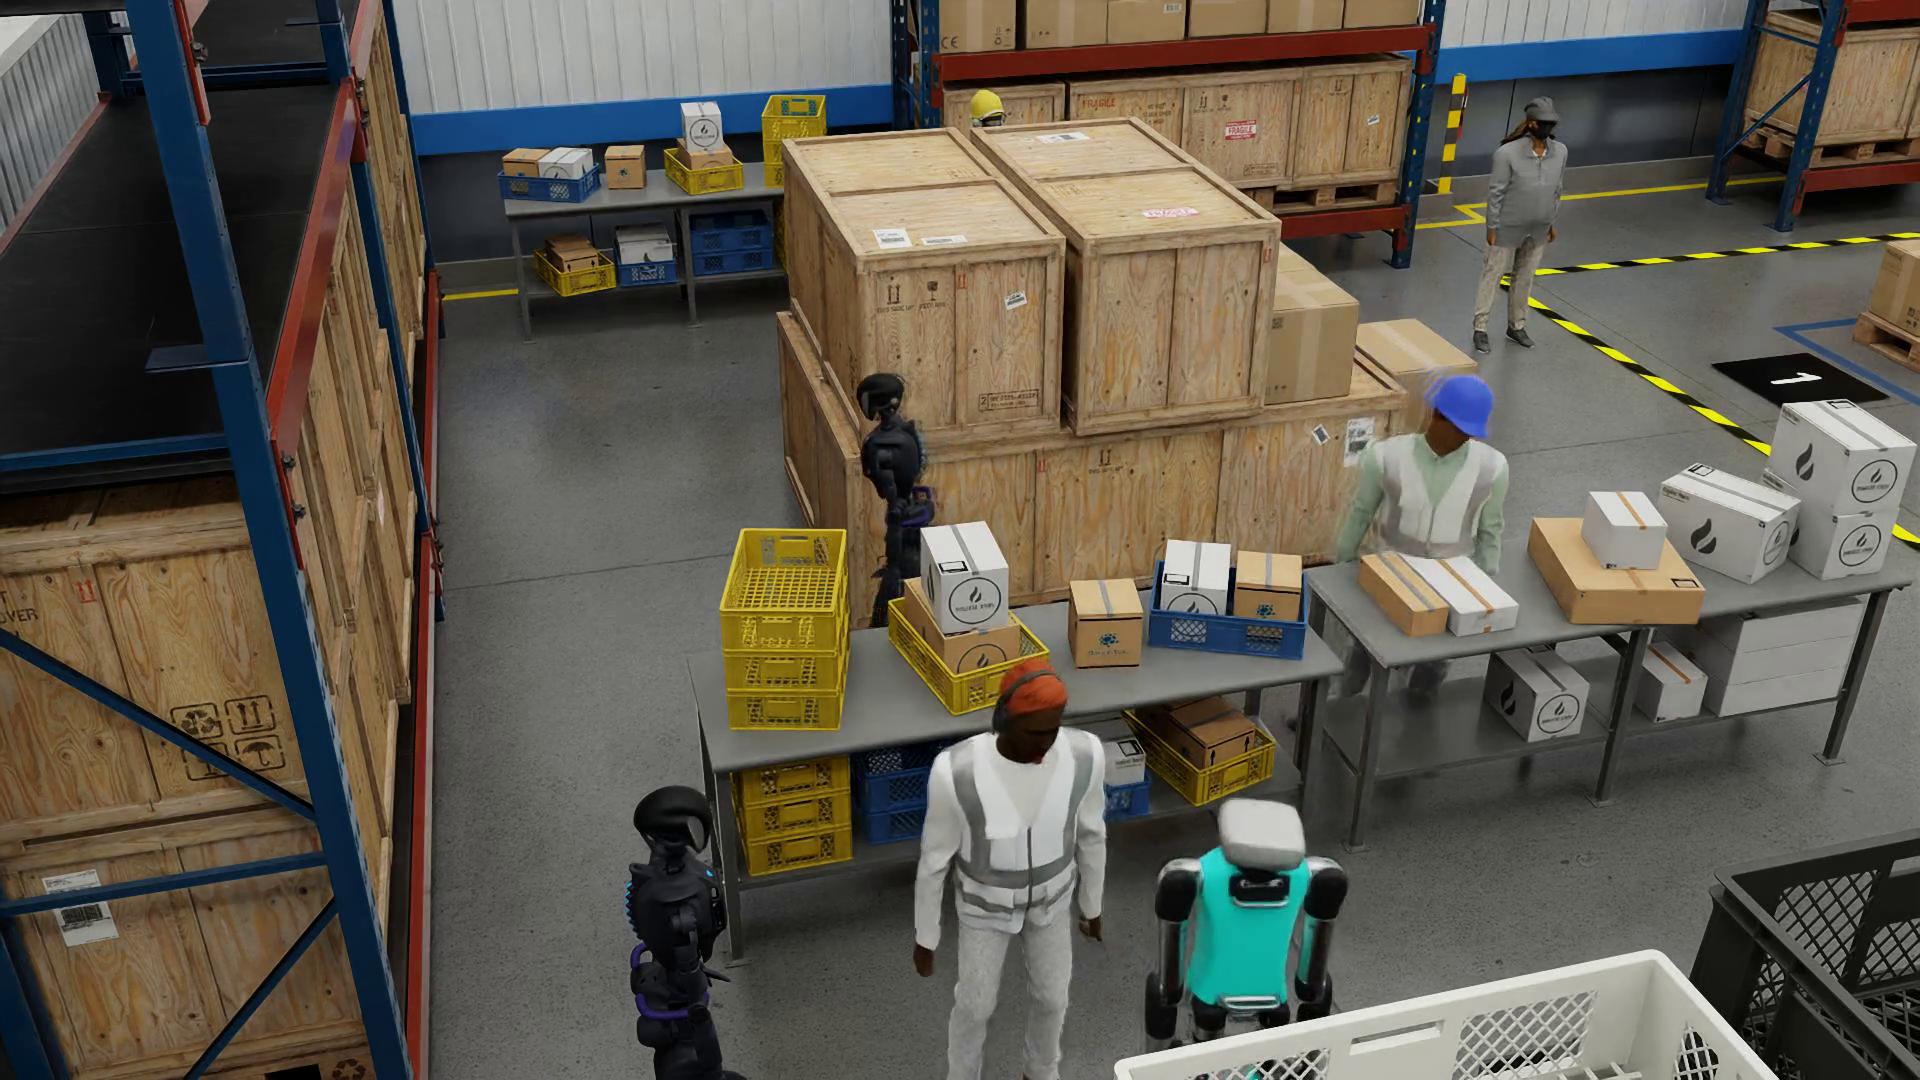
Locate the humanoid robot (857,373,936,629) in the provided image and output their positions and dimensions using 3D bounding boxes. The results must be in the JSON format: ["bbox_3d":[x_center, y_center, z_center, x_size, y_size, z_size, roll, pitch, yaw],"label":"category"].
[{"bbox_3d":[-0.310,-0.012,7.707,0.706,1.634,0.610,1,29,1],"label":"humanoid robot"}]

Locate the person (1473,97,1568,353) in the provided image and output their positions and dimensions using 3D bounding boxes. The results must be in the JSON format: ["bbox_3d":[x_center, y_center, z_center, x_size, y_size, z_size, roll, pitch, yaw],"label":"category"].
[{"bbox_3d":[3.870,-2.182,11.522,0.562,1.769,0.400,-8,30,-13],"label":"person"}]

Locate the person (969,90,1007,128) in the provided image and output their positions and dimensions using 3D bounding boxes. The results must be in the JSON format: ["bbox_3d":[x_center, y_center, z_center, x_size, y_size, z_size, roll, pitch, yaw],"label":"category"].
[{"bbox_3d":[0.200,-2.173,11.449,0.585,1.824,0.404,-16,33,-27],"label":"person"}]

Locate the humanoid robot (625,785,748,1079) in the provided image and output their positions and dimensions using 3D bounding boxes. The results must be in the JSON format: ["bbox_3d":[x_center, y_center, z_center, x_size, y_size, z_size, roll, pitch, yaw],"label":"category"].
[{"bbox_3d":[-0.827,1.433,5.038,0.315,1.659,0.599,-7,30,-13],"label":"humanoid robot"}]

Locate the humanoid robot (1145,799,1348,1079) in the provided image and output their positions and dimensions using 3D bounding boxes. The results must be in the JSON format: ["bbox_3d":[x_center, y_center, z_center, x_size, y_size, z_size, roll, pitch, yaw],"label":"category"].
[{"bbox_3d":[0.799,1.645,4.622,0.560,1.794,0.812,-2,29,-4],"label":"humanoid robot"}]

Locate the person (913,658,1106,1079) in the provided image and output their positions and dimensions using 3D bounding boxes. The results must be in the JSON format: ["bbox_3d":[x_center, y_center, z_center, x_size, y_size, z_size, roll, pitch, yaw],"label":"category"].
[{"bbox_3d":[0.145,1.172,5.318,0.655,1.878,0.362,-9,30,-15],"label":"person"}]

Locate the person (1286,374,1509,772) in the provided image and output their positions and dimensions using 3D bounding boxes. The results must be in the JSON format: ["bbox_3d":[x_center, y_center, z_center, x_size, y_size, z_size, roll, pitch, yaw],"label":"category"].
[{"bbox_3d":[1.889,0.143,7.179,0.810,1.906,0.426,8,30,14],"label":"person"}]
